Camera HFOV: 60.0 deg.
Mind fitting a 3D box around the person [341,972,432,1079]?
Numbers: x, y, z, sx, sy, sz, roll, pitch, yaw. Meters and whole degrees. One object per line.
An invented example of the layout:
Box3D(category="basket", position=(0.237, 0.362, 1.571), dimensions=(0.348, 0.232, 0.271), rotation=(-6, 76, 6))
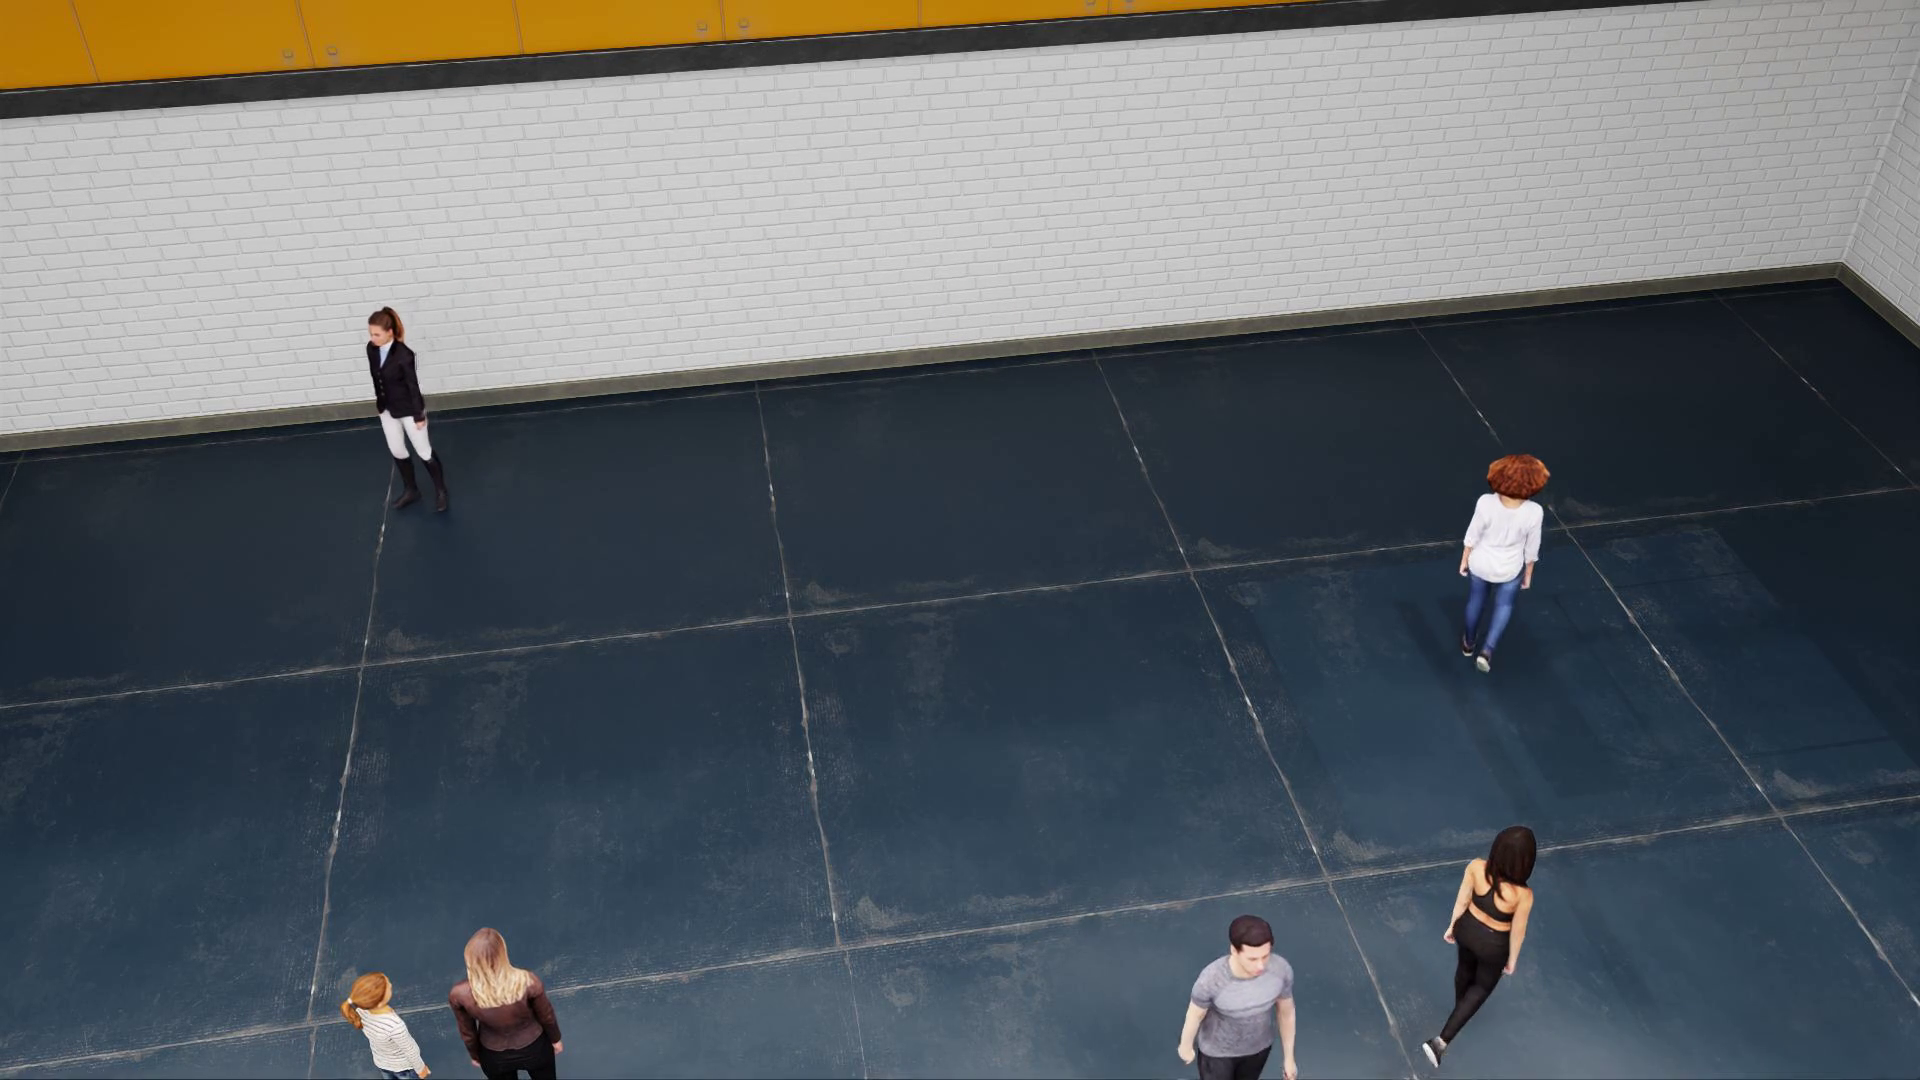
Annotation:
Box3D(category="person", position=(-2.850, 2.627, 8.392), dimensions=(0.565, 1.316, 0.622), rotation=(21, 43, 24))

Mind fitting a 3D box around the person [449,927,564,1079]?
Box3D(category="person", position=(-2.202, 2.516, 8.221), dimensions=(0.606, 1.704, 0.499), rotation=(-8, 39, -9))

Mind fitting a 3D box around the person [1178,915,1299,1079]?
Box3D(category="person", position=(1.324, 2.397, 8.255), dimensions=(0.747, 1.847, 1.042), rotation=(-12, 40, -14))

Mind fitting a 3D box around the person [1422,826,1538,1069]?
Box3D(category="person", position=(2.703, 2.146, 8.746), dimensions=(0.938, 1.627, 0.939), rotation=(30, 47, 32))

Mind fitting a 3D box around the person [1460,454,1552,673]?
Box3D(category="person", position=(3.582, 0.201, 11.123), dimensions=(0.883, 1.699, 0.974), rotation=(15, 41, 18))

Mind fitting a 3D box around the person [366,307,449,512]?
Box3D(category="person", position=(-4.192, -0.983, 12.578), dimensions=(0.702, 1.735, 0.745), rotation=(14, 41, 17))
